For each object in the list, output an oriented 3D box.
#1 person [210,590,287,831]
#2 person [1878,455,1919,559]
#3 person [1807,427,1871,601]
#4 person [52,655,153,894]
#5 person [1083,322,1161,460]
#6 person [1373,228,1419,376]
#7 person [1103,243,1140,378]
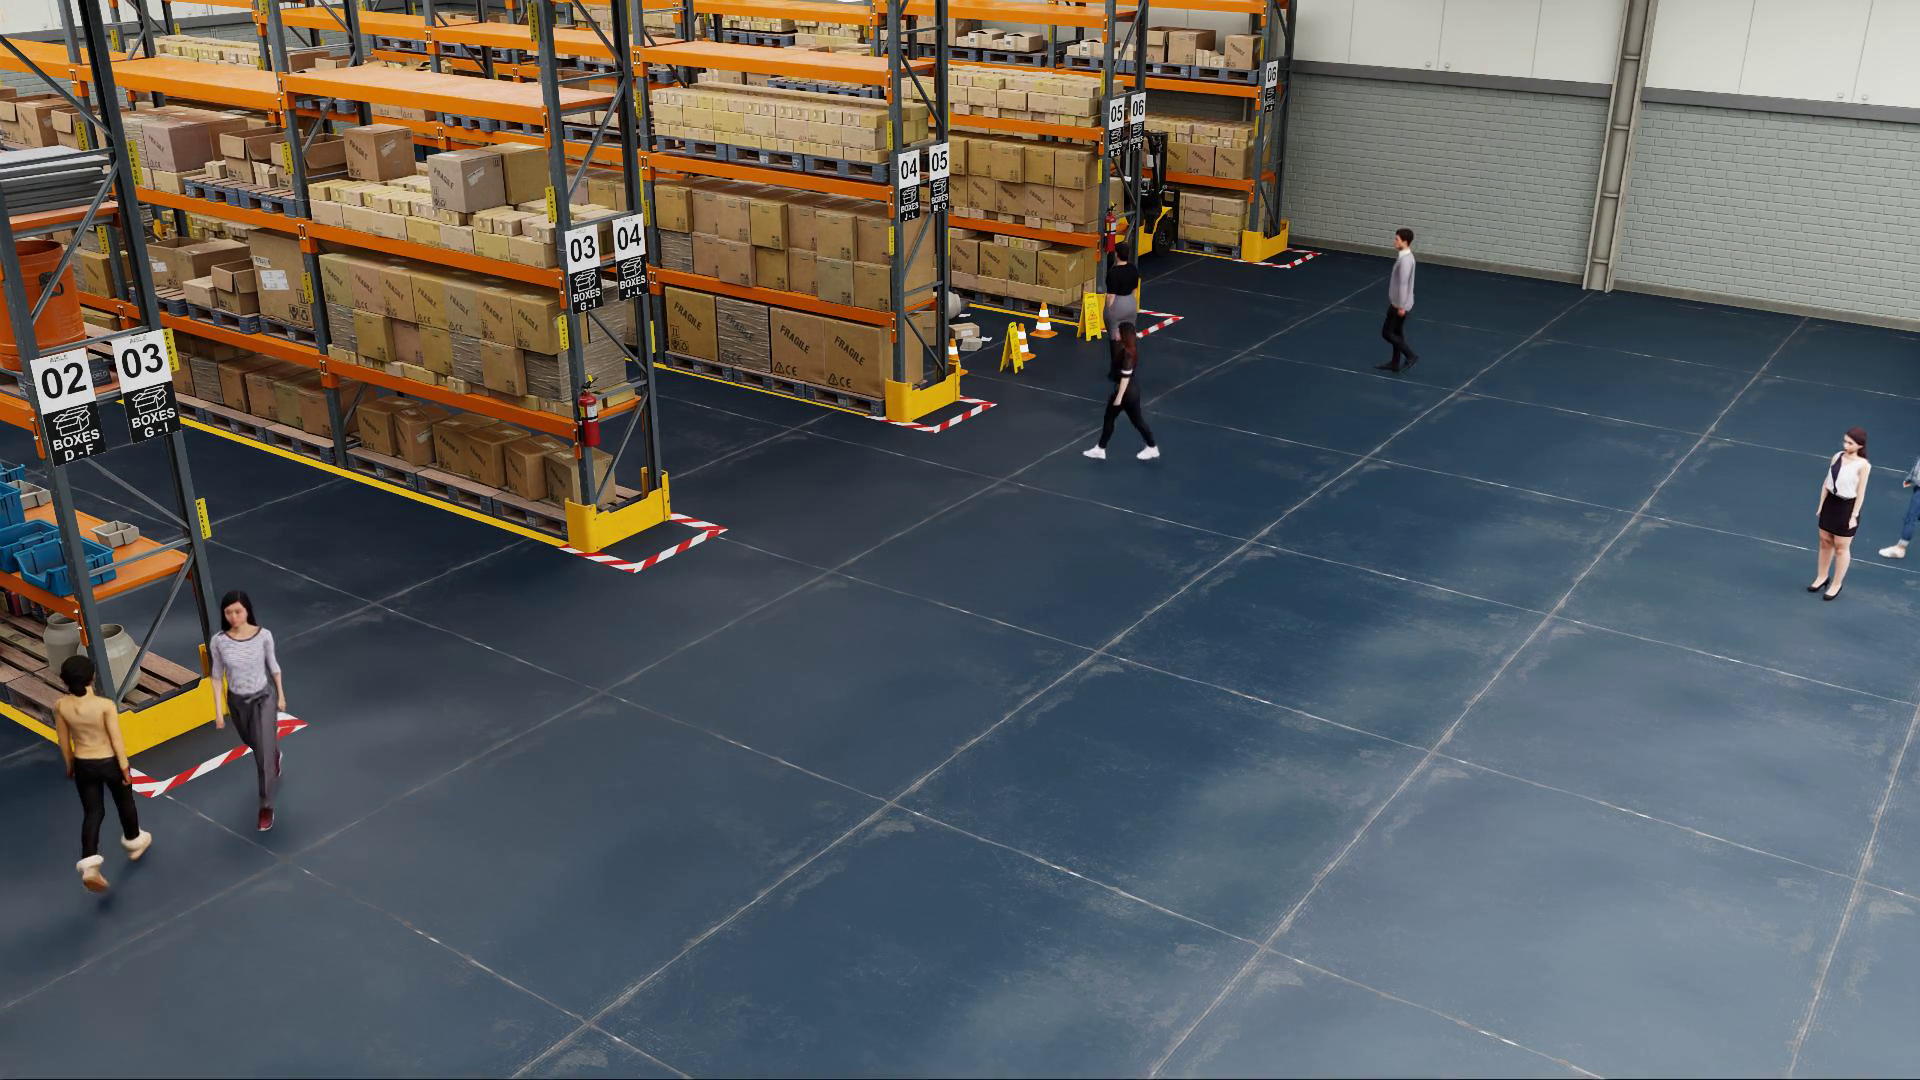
[{"bbox_3d":[-5.077,1.137,11.940,1.114,1.693,1.205,-5,24,-12],"label":"person"},{"bbox_3d":[9.423,-0.495,16.081,1.020,1.455,0.803,4,23,9],"label":"person"},{"bbox_3d":[8.091,-0.258,15.274,0.689,1.650,0.588,-10,25,-23],"label":"person"},{"bbox_3d":[-5.747,1.552,11.037,1.052,1.635,1.074,-3,23,-6],"label":"person"},{"bbox_3d":[1.935,-1.613,18.531,1.176,1.596,0.983,2,23,4],"label":"person"},{"bbox_3d":[5.813,-3.088,21.593,0.932,1.912,0.888,6,24,13],"label":"person"},{"bbox_3d":[2.089,-2.961,21.492,0.745,1.758,0.733,-17,28,-34],"label":"person"}]
